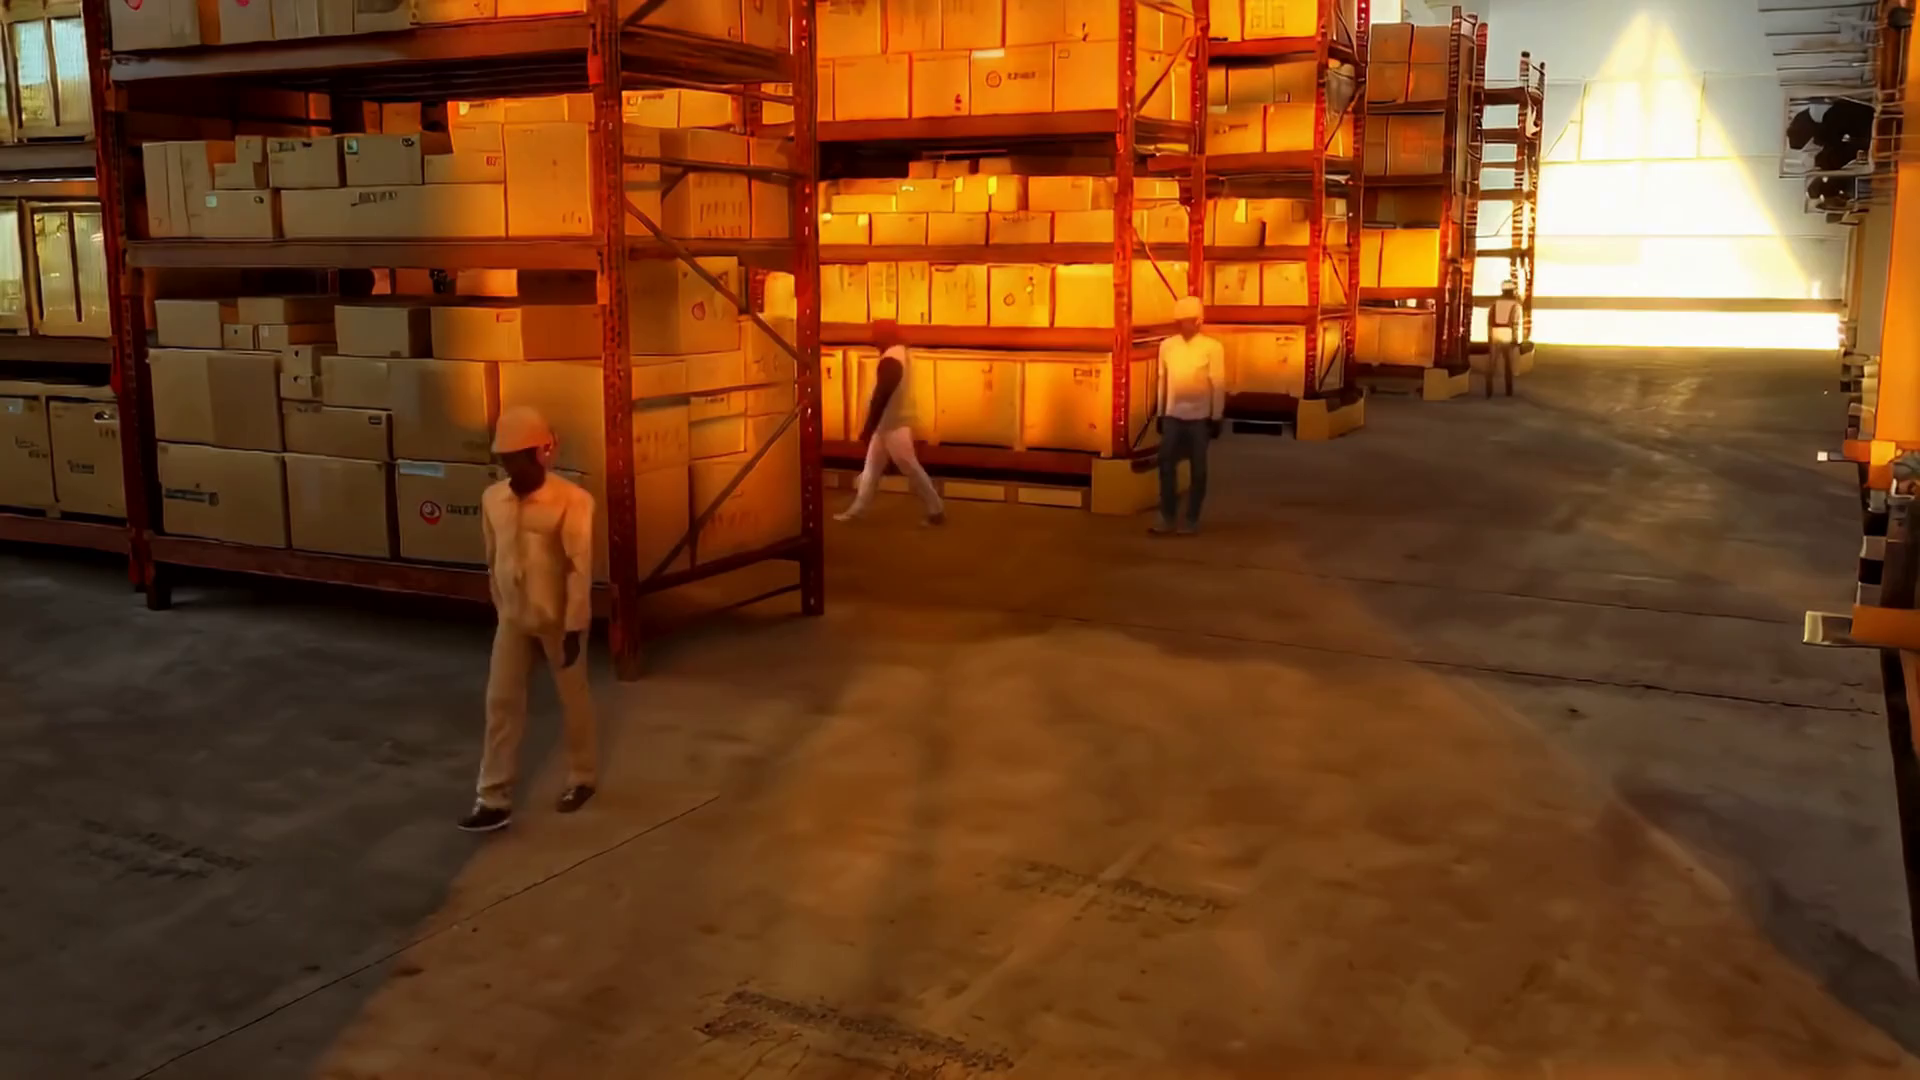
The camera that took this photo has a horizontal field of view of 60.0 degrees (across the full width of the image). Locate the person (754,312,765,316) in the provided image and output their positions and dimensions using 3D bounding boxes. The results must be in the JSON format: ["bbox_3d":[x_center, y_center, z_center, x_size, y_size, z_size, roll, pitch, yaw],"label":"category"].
[{"bbox_3d":[-1.897,-1.159,15.054,0.706,1.806,0.598,3,10,17],"label":"person"}]

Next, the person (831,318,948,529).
[{"bbox_3d":[-0.566,-0.976,14.078,0.997,1.790,0.610,0,10,0],"label":"person"}]

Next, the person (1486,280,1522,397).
[{"bbox_3d":[8.832,-3.273,27.051,0.544,1.899,0.976,6,11,29],"label":"person"}]

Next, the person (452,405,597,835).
[{"bbox_3d":[-1.743,0.326,6.694,0.575,1.715,0.808,4,10,20],"label":"person"}]

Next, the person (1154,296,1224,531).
[{"bbox_3d":[1.858,-1.030,13.818,0.653,1.970,0.704,6,11,29],"label":"person"}]
